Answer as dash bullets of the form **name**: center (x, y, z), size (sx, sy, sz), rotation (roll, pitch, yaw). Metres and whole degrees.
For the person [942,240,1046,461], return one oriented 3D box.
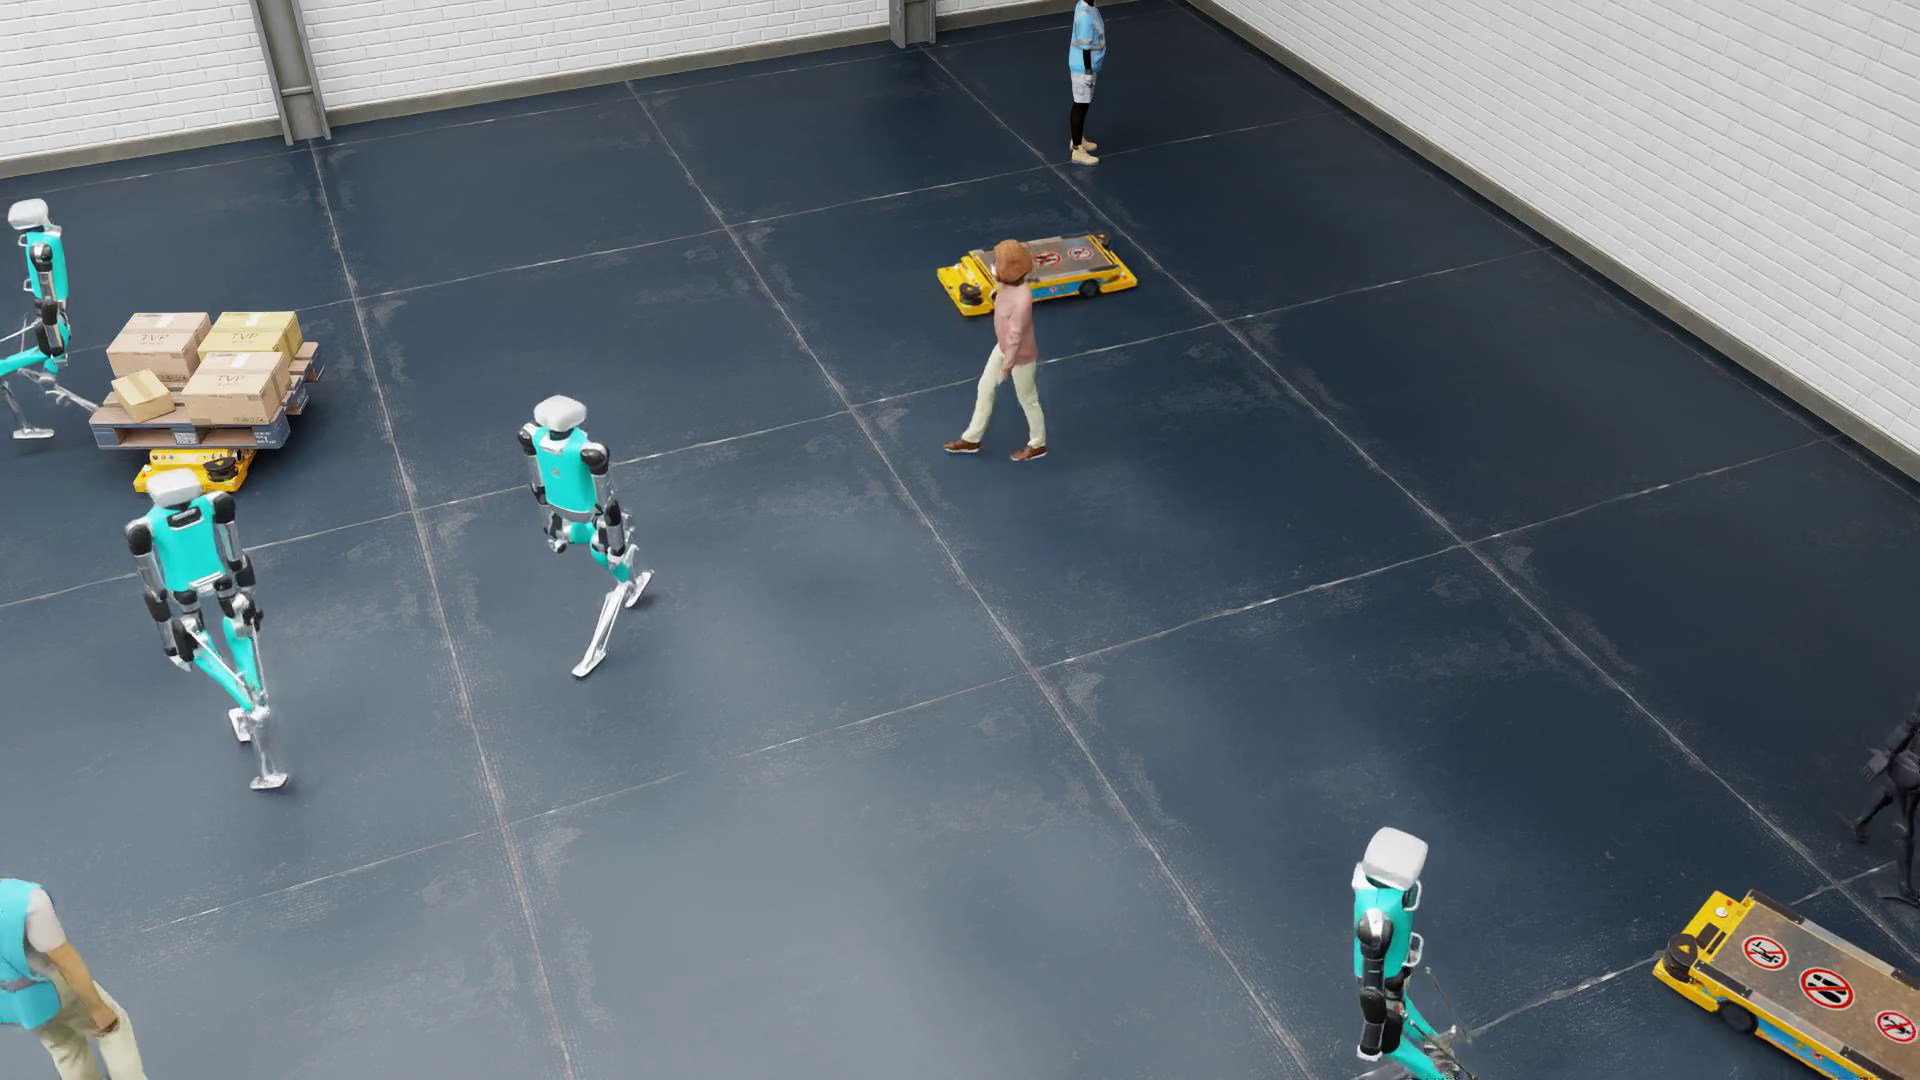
- **person**: center (0.236, -1.173, 10.705), size (0.767, 1.603, 0.501), rotation (-11, 39, -14)

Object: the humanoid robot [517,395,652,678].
- **humanoid robot**: center (-1.961, -0.163, 9.321), size (0.531, 1.775, 1.021), rotation (15, 40, 19)

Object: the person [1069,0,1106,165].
- **person**: center (1.101, -4.126, 14.469), size (0.318, 1.699, 0.534), rotation (1, 38, 2)

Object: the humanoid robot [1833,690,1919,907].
- **humanoid robot**: center (4.582, 0.970, 7.881), size (0.593, 1.645, 0.650), rotation (-19, 42, -23)

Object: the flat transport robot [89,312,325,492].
- **flat transport robot**: center (-5.036, -0.806, 11.322), size (0.659, 0.231, 1.431), rotation (0, 38, 0)

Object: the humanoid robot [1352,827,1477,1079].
- **humanoid robot**: center (1.855, 1.887, 6.631), size (0.776, 1.774, 0.540), rotation (12, 39, 15)

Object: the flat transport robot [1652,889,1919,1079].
- **flat transport robot**: center (3.961, 2.133, 7.497), size (1.431, 0.231, 0.659), rotation (31, 47, 34)

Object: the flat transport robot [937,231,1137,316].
- **flat transport robot**: center (0.600, -2.085, 12.987), size (1.431, 0.231, 0.659), rotation (-12, 39, -15)

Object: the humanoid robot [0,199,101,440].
- **humanoid robot**: center (-6.117, -1.324, 10.838), size (1.001, 1.770, 0.530), rotation (-13, 39, -16)

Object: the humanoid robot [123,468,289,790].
- **humanoid robot**: center (-3.670, 0.553, 8.374), size (0.561, 1.754, 1.001), rotation (-25, 44, -29)

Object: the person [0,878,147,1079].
- **person**: center (-3.694, 1.814, 6.663), size (0.665, 1.799, 0.430), rotation (2, 38, 2)
